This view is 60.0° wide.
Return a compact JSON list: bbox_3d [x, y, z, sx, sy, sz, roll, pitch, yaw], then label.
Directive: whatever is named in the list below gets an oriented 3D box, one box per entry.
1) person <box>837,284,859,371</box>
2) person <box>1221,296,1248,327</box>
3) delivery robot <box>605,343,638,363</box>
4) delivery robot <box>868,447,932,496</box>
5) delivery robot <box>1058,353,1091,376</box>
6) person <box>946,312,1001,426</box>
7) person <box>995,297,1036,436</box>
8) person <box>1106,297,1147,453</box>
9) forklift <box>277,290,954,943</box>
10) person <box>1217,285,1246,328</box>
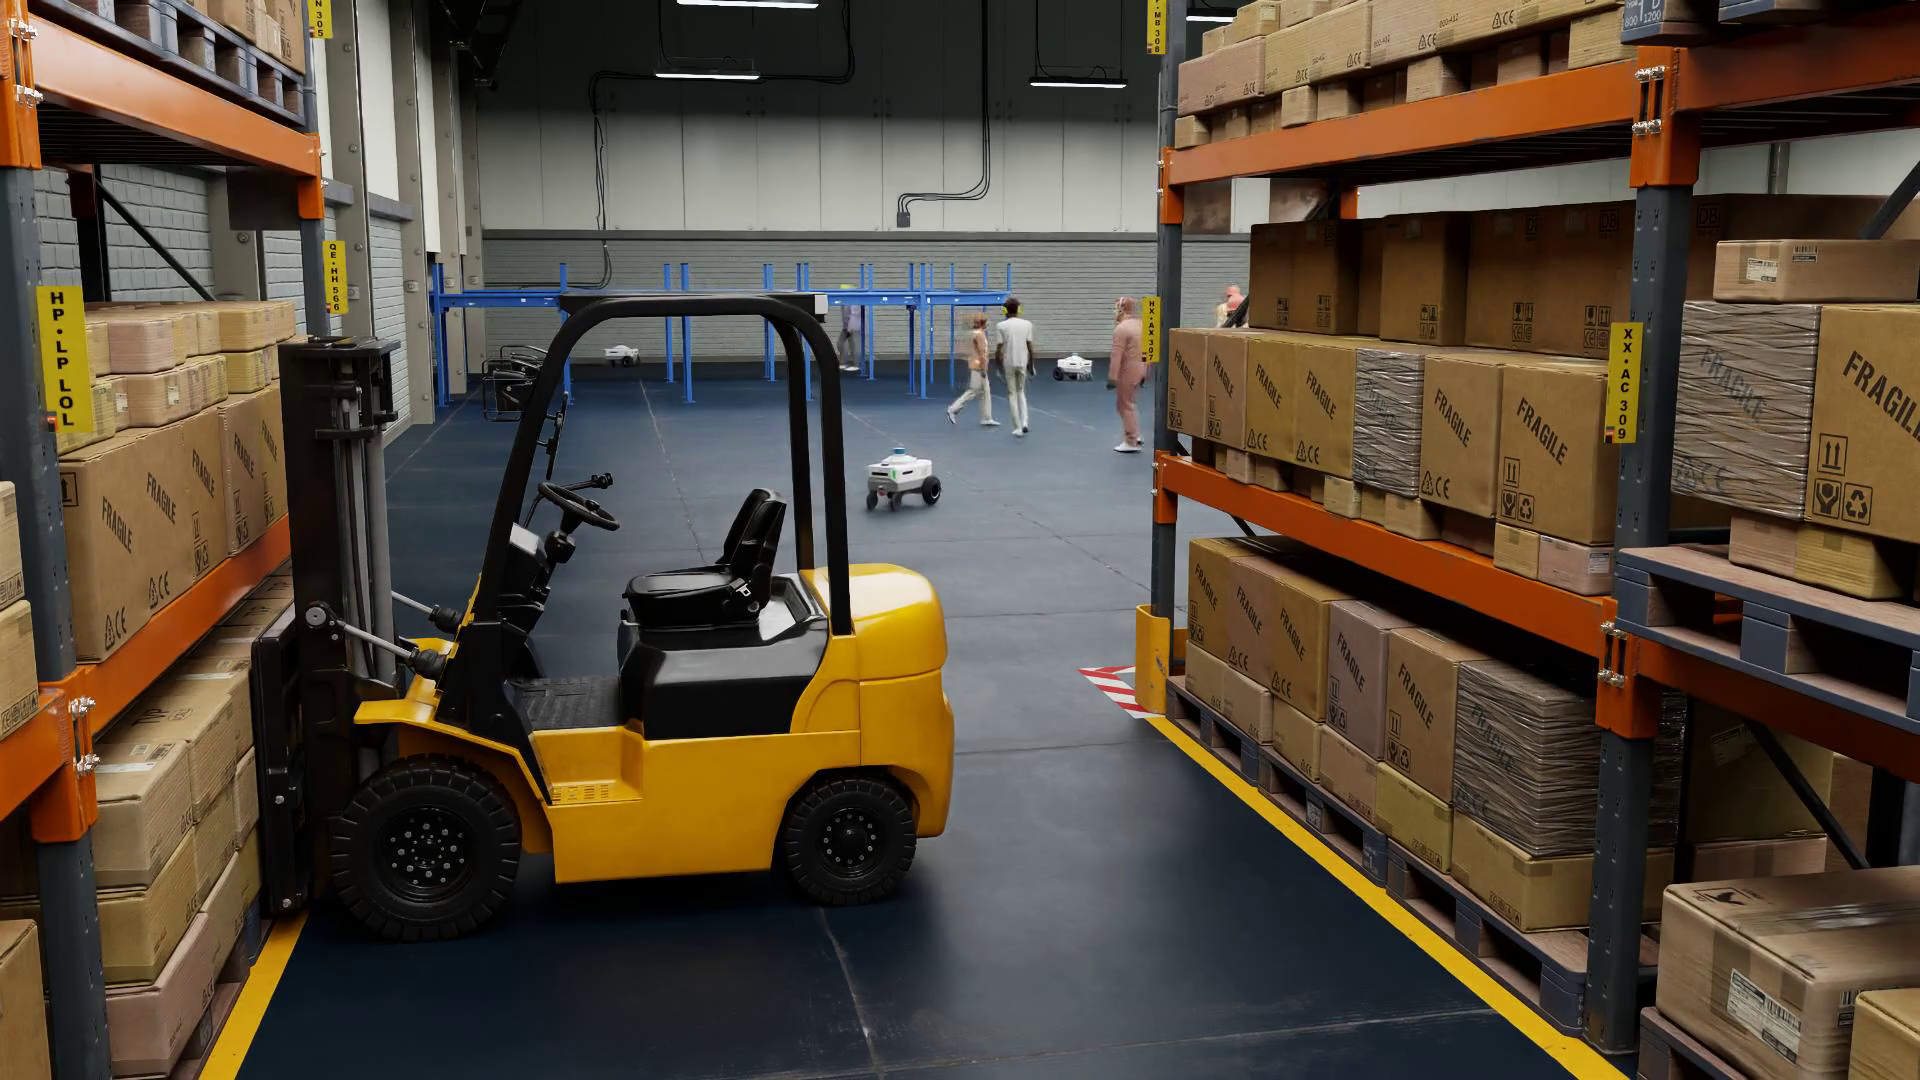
[{"bbox_3d":[-2.480,-4.583,35.976,0.700,1.871,0.666,-5,11,-28],"label":"person"},{"bbox_3d":[3.228,-1.858,19.274,0.449,1.921,0.548,-2,10,-11],"label":"person"},{"bbox_3d":[-7.689,-4.242,37.767,0.707,0.478,0.477,2,10,11],"label":"delivery robot"},{"bbox_3d":[-0.570,-0.634,15.775,0.477,0.478,0.707,6,11,30],"label":"delivery robot"},{"bbox_3d":[2.284,-3.489,33.166,0.477,0.478,0.707,-8,12,-41],"label":"delivery robot"},{"bbox_3d":[0.191,-2.420,23.592,0.717,1.609,0.525,0,9,1],"label":"person"},{"bbox_3d":[0.723,-2.310,22.209,0.543,1.844,0.470,-3,10,-17],"label":"person"},{"bbox_3d":[2.024,-2.020,20.327,0.480,1.882,0.680,5,10,27],"label":"person"},{"bbox_3d":[-1.179,0.175,6.143,2.313,2.155,1.214,-2,10,-12],"label":"forklift"},{"bbox_3d":[5.020,-3.772,30.909,0.565,1.925,0.652,-1,9,-8],"label":"person"}]
